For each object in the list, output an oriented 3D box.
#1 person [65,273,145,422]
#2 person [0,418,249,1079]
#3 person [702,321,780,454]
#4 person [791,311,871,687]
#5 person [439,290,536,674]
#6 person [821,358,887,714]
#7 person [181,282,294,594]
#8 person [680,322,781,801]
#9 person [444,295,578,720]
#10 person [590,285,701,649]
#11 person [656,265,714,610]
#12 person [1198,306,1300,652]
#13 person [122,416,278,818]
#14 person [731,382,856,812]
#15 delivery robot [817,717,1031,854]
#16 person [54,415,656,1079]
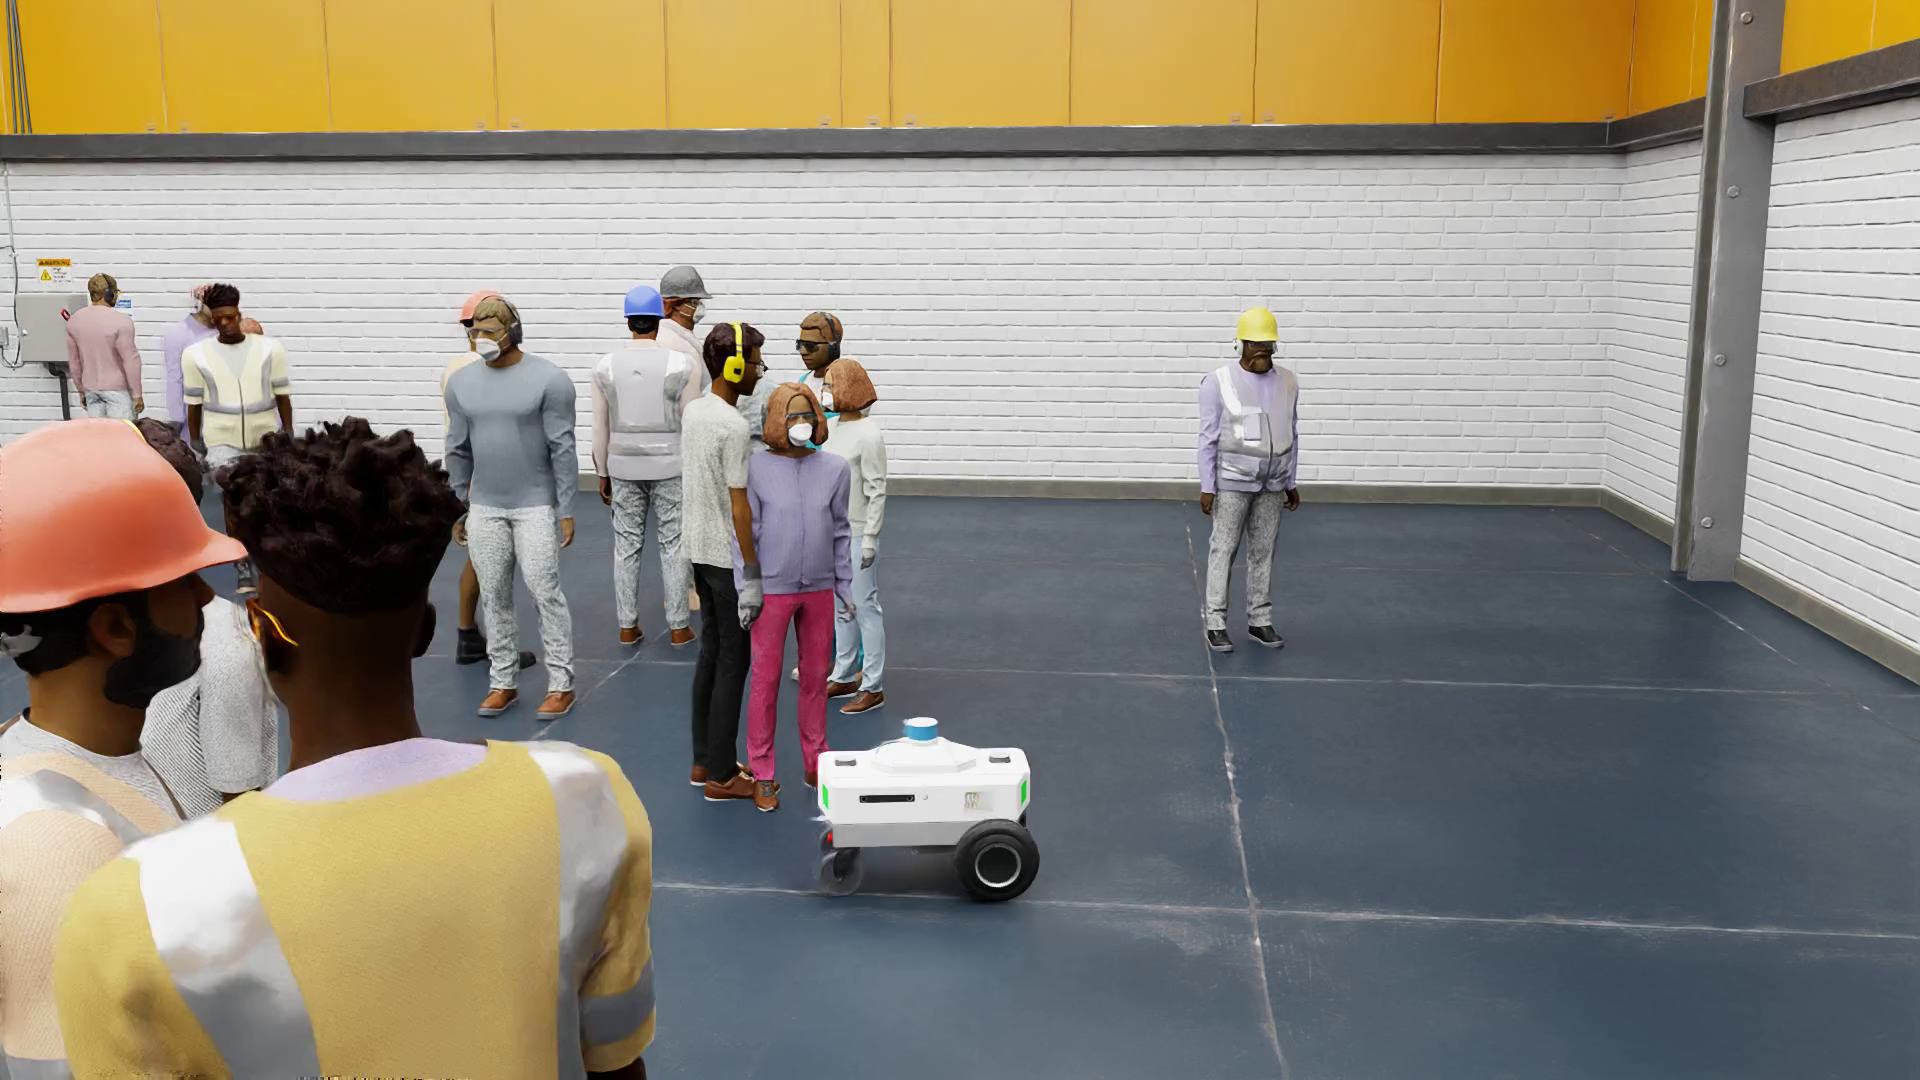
[{"bbox_3d":[-6.949,-1.205,13.598,0.635,1.938,0.359,3,10,15],"label":"person"},{"bbox_3d":[-0.955,0.827,1.955,0.343,1.942,0.552,-6,11,-29],"label":"person"},{"bbox_3d":[-1.203,-0.335,9.214,0.486,1.736,0.326,-6,11,-30],"label":"person"},{"bbox_3d":[-0.636,-0.188,8.095,0.501,1.839,0.347,7,12,36],"label":"person"},{"bbox_3d":[-2.357,-0.289,8.395,0.635,1.922,0.410,9,13,42],"label":"person"},{"bbox_3d":[-0.518,-0.020,7.691,0.284,1.633,0.497,-7,12,-34],"label":"person"},{"bbox_3d":[-4.491,-0.641,10.401,0.639,1.934,0.651,-5,11,-27],"label":"person"},{"bbox_3d":[-0.896,0.090,6.440,0.346,1.855,0.533,-6,11,-30],"label":"person"},{"bbox_3d":[-2.035,-0.142,7.567,0.635,1.927,0.372,2,10,11],"label":"person"},{"bbox_3d":[-1.655,-0.377,8.875,0.604,1.939,0.416,1,10,3],"label":"person"},{"bbox_3d":[-1.610,-0.616,9.939,0.538,2.000,0.689,-1,10,-6],"label":"person"},{"bbox_3d":[1.547,-0.319,8.835,0.600,1.830,0.403,-4,11,-19],"label":"person"},{"bbox_3d":[-1.317,0.714,2.853,0.510,1.861,0.324,9,13,41],"label":"person"},{"bbox_3d":[-0.632,0.210,6.378,0.497,1.633,0.284,-6,11,-30],"label":"person"},{"bbox_3d":[-0.127,0.840,5.584,0.707,0.478,0.477,-1,10,-4],"label":"delivery robot"},{"bbox_3d":[-0.621,0.852,1.774,0.404,1.959,0.656,10,14,44],"label":"person"}]
